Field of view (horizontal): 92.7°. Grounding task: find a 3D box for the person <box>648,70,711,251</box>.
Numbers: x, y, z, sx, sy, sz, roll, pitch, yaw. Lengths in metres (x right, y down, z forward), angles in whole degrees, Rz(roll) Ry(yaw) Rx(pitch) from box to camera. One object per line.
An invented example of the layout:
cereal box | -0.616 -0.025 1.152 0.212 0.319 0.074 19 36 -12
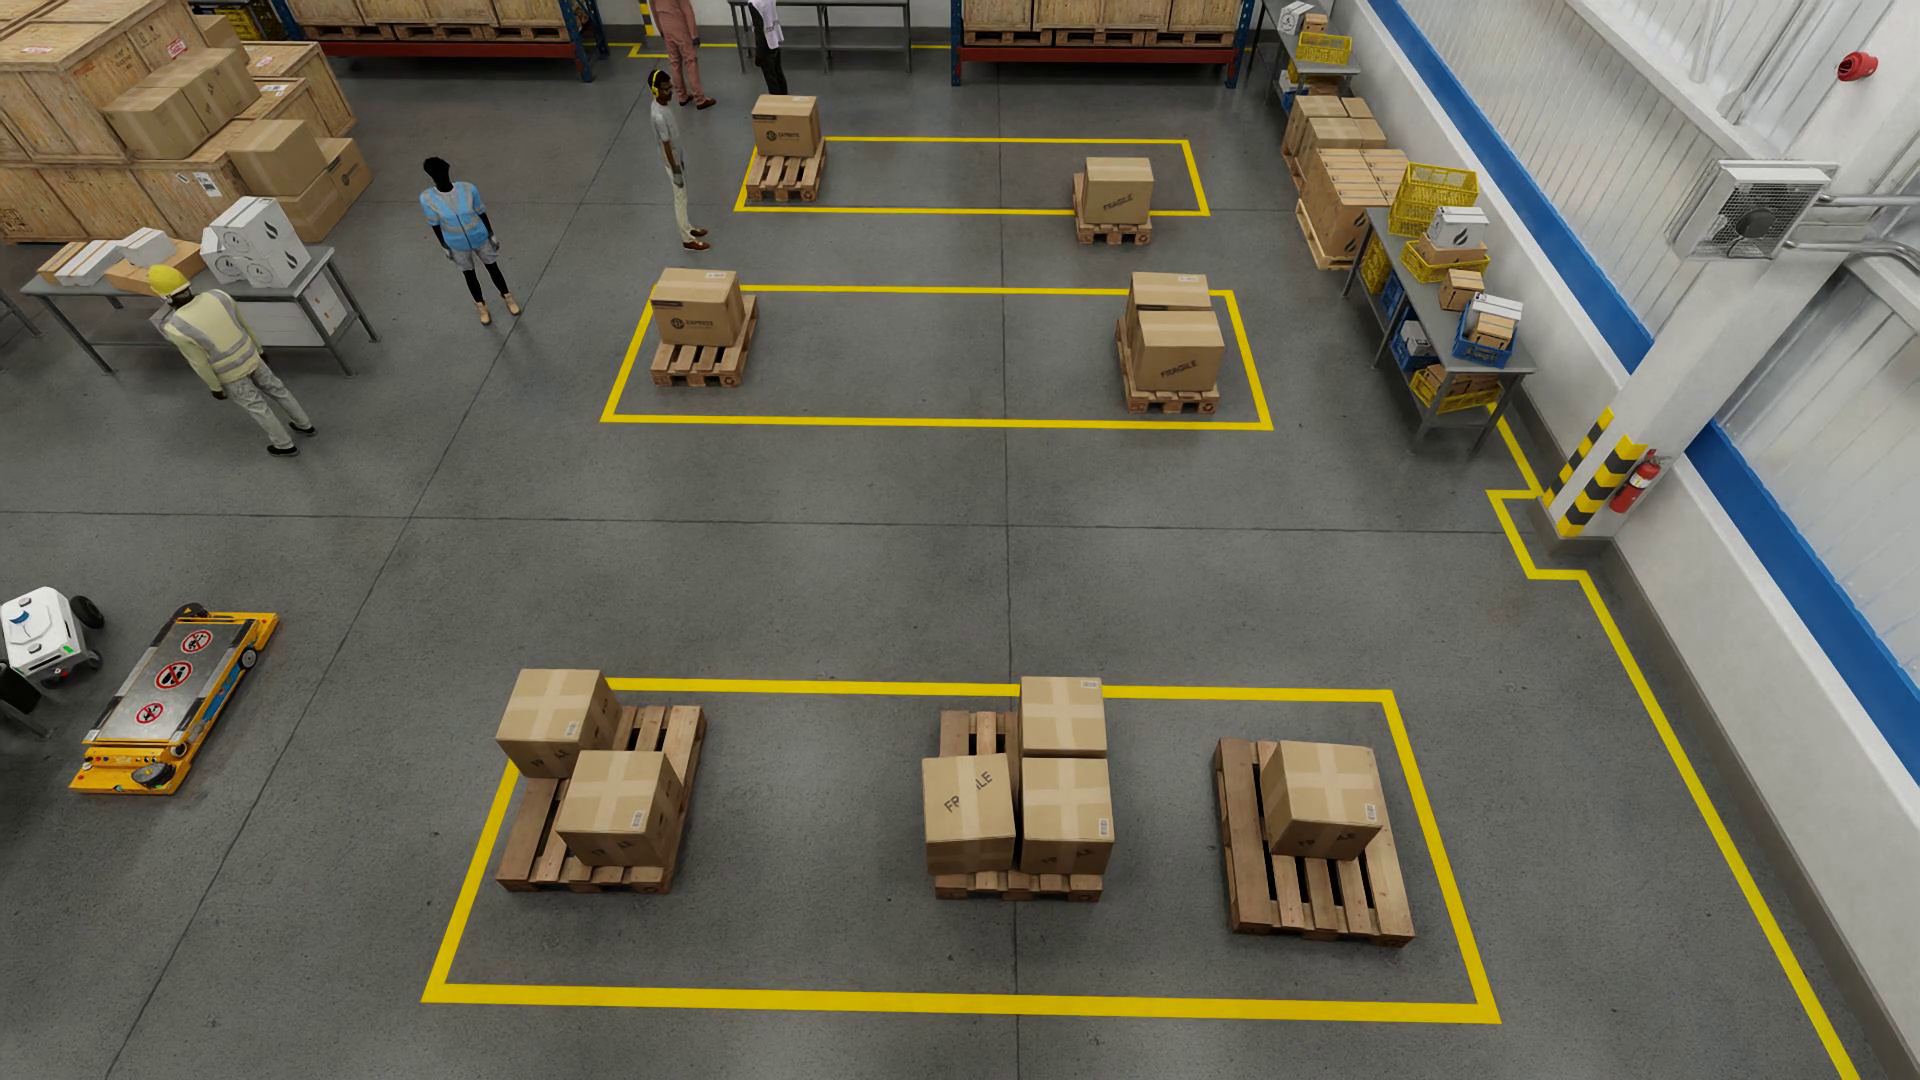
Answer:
person | -2.997 -3.995 9.694 0.335 1.865 0.520 -9 50 -7

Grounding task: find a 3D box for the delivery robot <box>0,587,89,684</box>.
delivery robot | -6.559 0.667 6.541 0.477 0.478 0.707 -32 57 -24

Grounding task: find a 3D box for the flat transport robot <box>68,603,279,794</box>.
flat transport robot | -5.504 1.072 6.442 0.652 0.197 1.431 1 50 1

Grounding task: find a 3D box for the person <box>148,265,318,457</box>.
person | -6.000 -1.449 7.558 0.404 1.834 0.592 11 51 9

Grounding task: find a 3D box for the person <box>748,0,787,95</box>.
person | -2.427 -6.256 11.574 0.392 1.915 0.592 10 51 9

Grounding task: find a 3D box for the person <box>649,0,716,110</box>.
person | -3.643 -6.616 11.889 0.643 1.902 0.400 23 53 18

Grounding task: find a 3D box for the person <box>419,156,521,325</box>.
person | -4.755 -2.893 8.869 0.533 1.695 0.319 -25 54 -20
